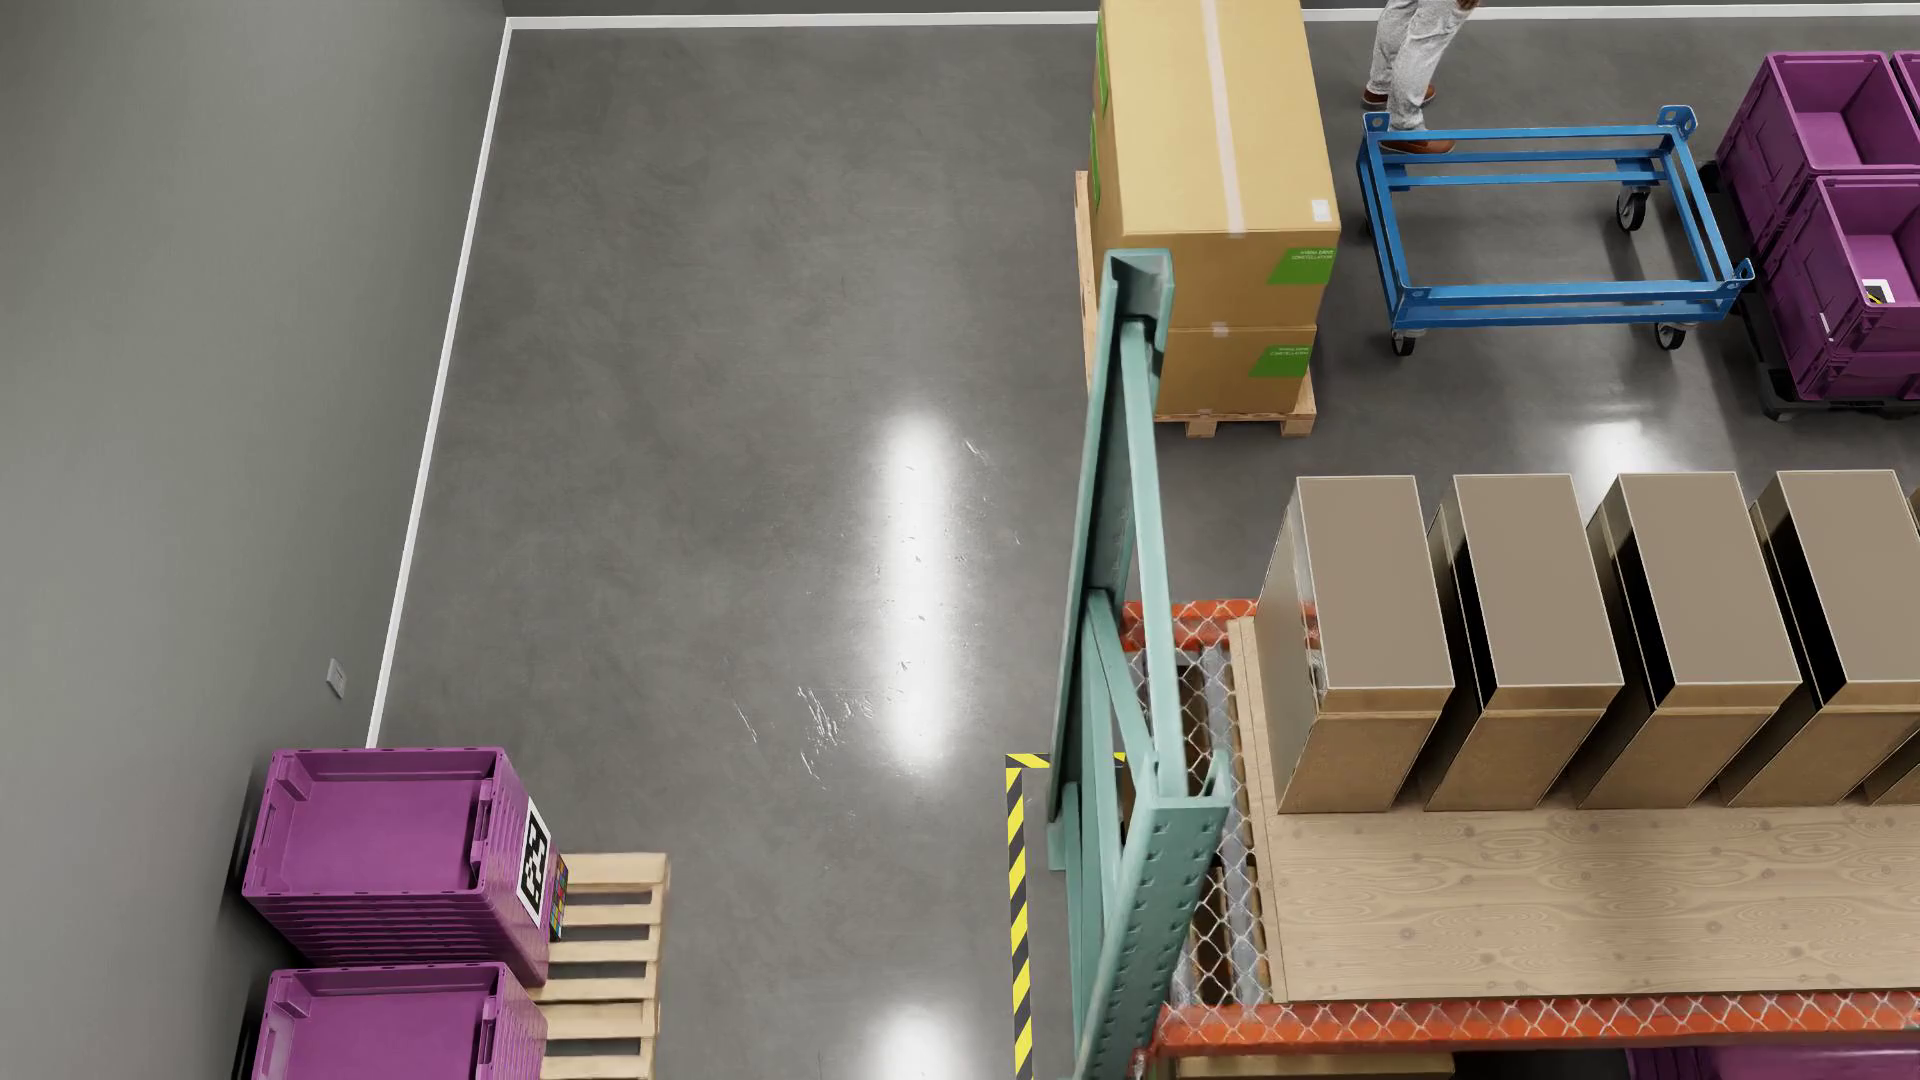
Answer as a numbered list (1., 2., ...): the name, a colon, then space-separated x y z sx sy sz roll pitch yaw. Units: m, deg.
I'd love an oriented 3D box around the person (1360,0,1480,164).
1. person: 1.828 -2.247 6.081 0.369 1.938 0.630 -1 58 -1
